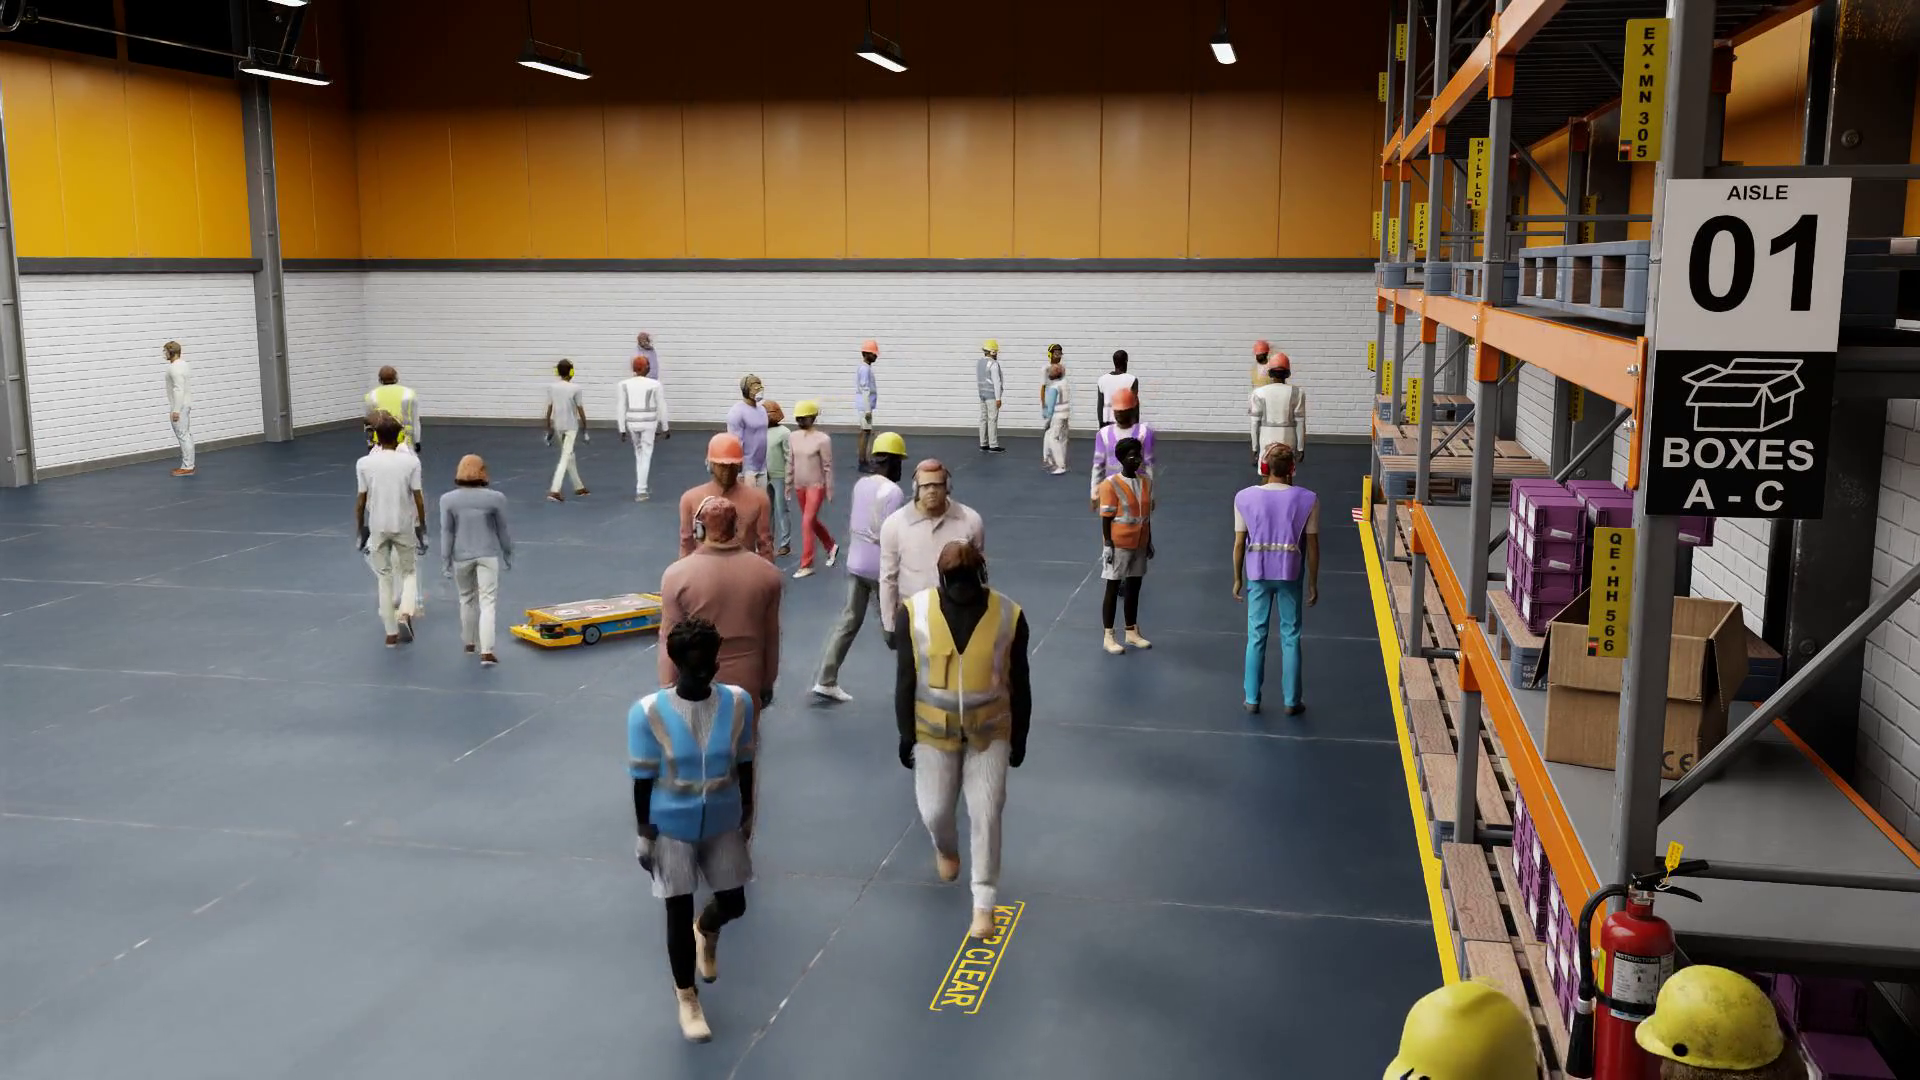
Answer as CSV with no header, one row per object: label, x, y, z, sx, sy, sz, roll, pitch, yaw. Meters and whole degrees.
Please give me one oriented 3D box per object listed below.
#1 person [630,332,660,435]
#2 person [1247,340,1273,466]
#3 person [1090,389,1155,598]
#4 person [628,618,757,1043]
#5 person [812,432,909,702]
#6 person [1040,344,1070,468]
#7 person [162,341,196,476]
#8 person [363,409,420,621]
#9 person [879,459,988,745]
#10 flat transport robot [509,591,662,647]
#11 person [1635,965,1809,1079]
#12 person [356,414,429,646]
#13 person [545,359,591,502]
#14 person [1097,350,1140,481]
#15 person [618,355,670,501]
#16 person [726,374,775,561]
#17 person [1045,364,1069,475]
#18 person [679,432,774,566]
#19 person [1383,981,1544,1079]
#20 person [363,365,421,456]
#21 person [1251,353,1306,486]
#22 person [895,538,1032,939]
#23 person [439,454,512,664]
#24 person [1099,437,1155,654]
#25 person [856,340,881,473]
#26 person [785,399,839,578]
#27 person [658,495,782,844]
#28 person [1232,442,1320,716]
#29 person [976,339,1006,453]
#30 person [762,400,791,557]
person,-5.433,-2.711,29.104,0.399,1.866,0.790,4,10,22
person,4.595,-2.054,24.973,0.586,1.910,0.557,-7,12,-35
person,1.462,-0.425,15.209,0.567,1.890,0.958,4,10,22
person,-1.069,1.110,6.609,0.532,1.679,0.482,-4,10,-25
person,-0.590,0.196,11.582,1.018,1.870,0.629,-7,12,-37
person,1.416,-2.000,24.831,0.535,1.855,0.338,-9,13,-44
person,-11.216,-1.887,23.887,0.354,1.938,0.636,-3,10,-17
person,-4.839,-0.207,14.114,0.473,1.820,0.661,-7,12,-35
person,-0.160,0.451,9.923,0.664,1.895,0.492,-1,10,-8
flat transport robot,-2.907,0.637,13.698,1.431,0.197,0.652,-8,12,-41
person,1.497,1.641,3.262,0.547,1.707,0.511,-3,10,-19
person,-4.493,-0.058,13.148,0.554,1.847,0.471,-2,10,-12
person,-5.062,-1.413,21.417,0.527,1.828,1.004,4,10,21
person,2.068,-1.519,21.733,0.587,1.920,0.394,6,11,32
person,-4.050,-1.462,21.545,0.599,1.857,0.764,3,10,15
person,-2.098,-0.699,16.730,0.373,1.940,0.627,4,10,21
person,1.413,-1.741,24.026,0.325,1.609,0.599,4,10,25
person,-1.538,0.254,10.930,0.618,1.969,0.819,-3,10,-15
person,0.958,1.638,3.060,0.726,1.811,0.601,-6,11,-31
person,-6.849,-1.201,20.097,0.645,1.823,0.441,-2,10,-13
person,3.564,-1.071,18.651,0.608,2.048,0.365,2,10,14
person,0.019,0.865,7.680,0.633,1.817,0.657,0,9,1
person,-3.695,0.153,12.729,0.525,1.605,0.769,-3,10,-15
person,1.312,0.036,13.033,0.538,1.696,0.317,-7,12,-38
person,-1.330,-1.940,24.241,0.375,1.932,0.561,-1,9,-4
person,-1.436,-0.536,16.401,0.532,1.735,0.833,7,12,36
person,-1.236,0.711,8.377,0.677,1.887,0.558,-6,11,-31
person,2.112,0.271,11.169,0.576,1.842,0.383,2,10,13
person,0.499,-2.324,26.837,0.404,1.835,0.590,-6,11,-32
person,-1.945,-0.645,17.321,0.502,1.632,0.277,7,12,36
